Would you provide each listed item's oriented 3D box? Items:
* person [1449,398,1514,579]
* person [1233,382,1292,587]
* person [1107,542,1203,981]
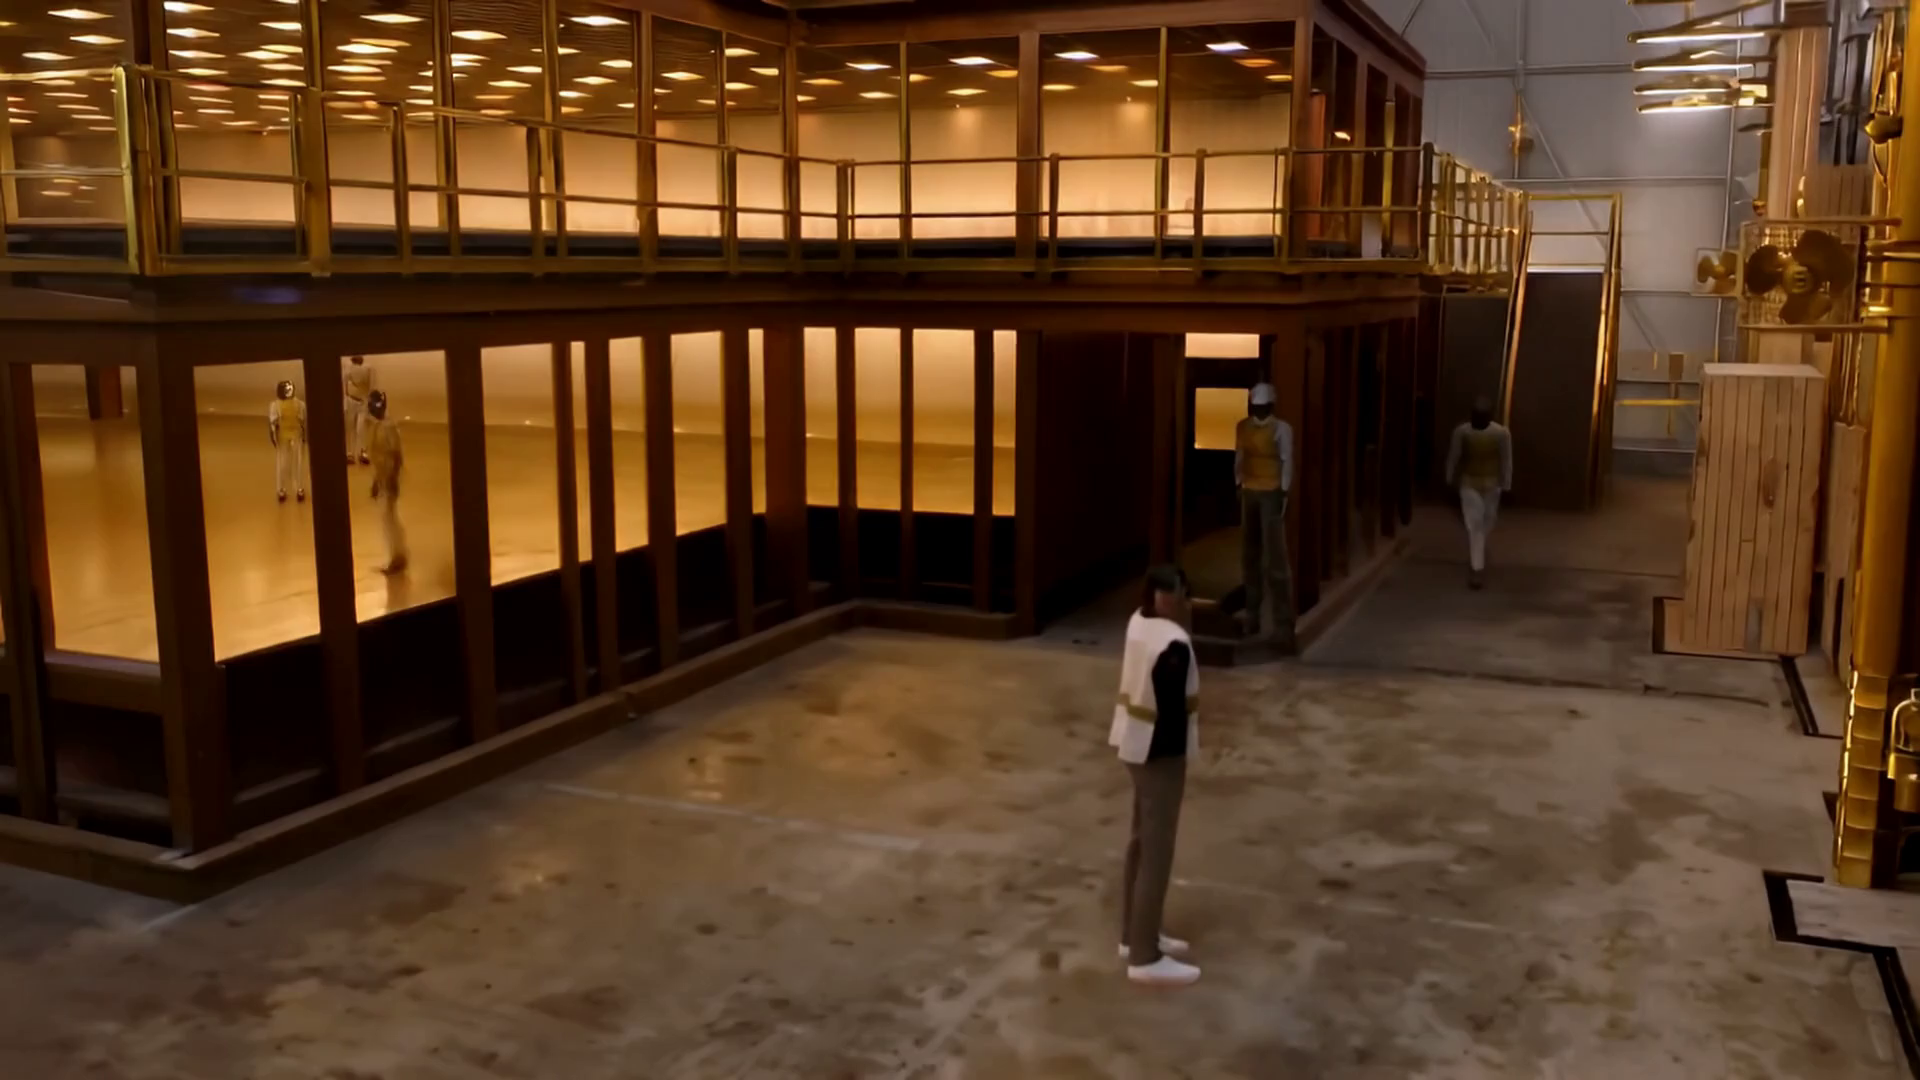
[{"bbox_3d":[5.251,-0.552,16.823,0.621,1.804,0.920,1,9,7],"label":"person"},{"bbox_3d":[2.919,-0.540,16.160,0.612,1.986,0.407,8,12,41],"label":"person"},{"bbox_3d":[0.852,0.952,7.204,0.392,1.911,0.584,-1,9,-8],"label":"person"}]
